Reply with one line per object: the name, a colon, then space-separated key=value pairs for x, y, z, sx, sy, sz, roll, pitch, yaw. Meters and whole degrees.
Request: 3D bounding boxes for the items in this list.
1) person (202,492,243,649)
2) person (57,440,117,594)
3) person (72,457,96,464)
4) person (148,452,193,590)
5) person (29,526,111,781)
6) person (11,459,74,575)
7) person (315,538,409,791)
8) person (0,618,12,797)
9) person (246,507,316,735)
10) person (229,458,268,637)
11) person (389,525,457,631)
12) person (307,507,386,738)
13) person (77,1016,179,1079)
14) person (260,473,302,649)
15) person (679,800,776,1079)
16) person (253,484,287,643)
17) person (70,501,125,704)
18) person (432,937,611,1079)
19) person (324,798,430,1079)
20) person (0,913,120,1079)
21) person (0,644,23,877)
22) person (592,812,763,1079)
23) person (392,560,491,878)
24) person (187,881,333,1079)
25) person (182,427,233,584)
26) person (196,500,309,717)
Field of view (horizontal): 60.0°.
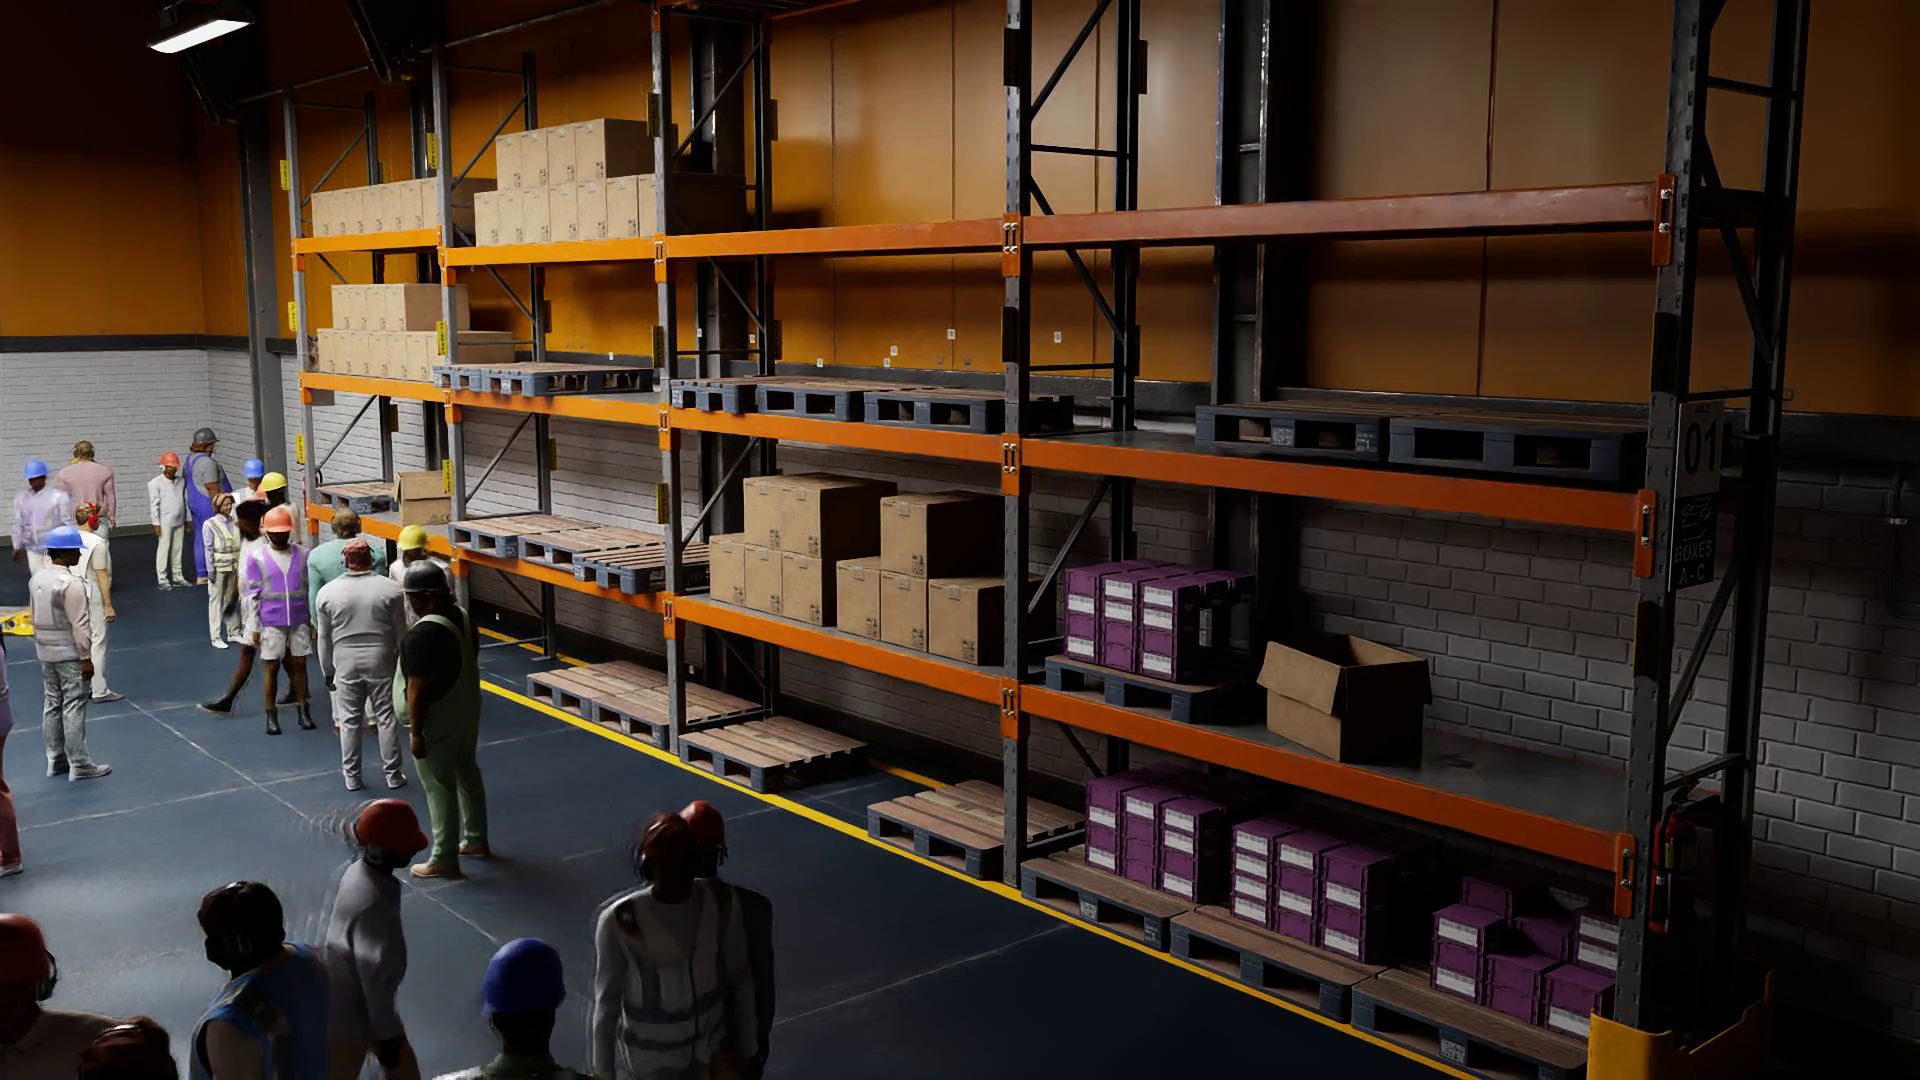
person: x=-7.747 y=0.314 z=17.547 sx=0.314 sy=1.642 sz=0.515 roll=3 pitch=9 yaw=22
person: x=-10.768 y=-0.268 z=20.559 sx=0.633 sy=1.939 sz=0.368 roll=-5 pitch=10 yaw=-33
person: x=-11.346 y=-0.323 z=21.660 sx=0.487 sy=1.733 sz=0.327 roll=4 pitch=9 yaw=24
person: x=-9.975 y=-0.247 z=21.061 sx=0.345 sy=1.747 sz=0.573 roll=3 pitch=9 yaw=19
person: x=-6.816 y=0.860 z=12.696 sx=0.615 sy=1.942 sz=0.398 roll=5 pitch=10 yaw=31
person: x=-10.050 y=0.072 z=18.237 sx=0.623 sy=1.926 sz=0.451 roll=0 pitch=8 yaw=2
person: x=-4.434 y=0.929 z=12.398 sx=0.646 sy=1.901 sz=0.400 roll=-2 pitch=8 yaw=-12
person: x=-7.159 y=0.950 z=11.902 sx=0.609 sy=1.995 sz=0.376 roll=-3 pitch=9 yaw=-19
person: x=-5.701 y=0.677 z=14.043 sx=0.552 sy=1.929 sz=0.402 roll=-5 pitch=10 yaw=-33
person: x=-7.650 y=0.079 z=18.117 sx=0.604 sy=1.948 sz=0.386 roll=-3 pitch=9 yaw=-19
person: x=-4.551 y=0.722 z=14.270 sx=0.608 sy=1.788 sz=0.782 roll=3 pitch=9 yaw=18
person: x=-5.100 y=0.686 z=13.932 sx=0.635 sy=1.937 sz=0.352 roll=-2 pitch=8 yaw=-14
person: x=-2.050 y=2.110 z=4.269 sx=0.578 sy=1.876 sz=0.367 roll=-1 pitch=8 yaw=-6
person: x=-6.878 y=0.270 z=16.897 sx=0.381 sy=1.918 sz=0.584 roll=-1 pitch=8 yaw=-6
person: x=-0.990 y=1.866 z=6.421 sx=0.557 sy=1.743 sz=0.367 roll=-2 pitch=8 yaw=-13
person: x=-7.245 y=0.264 z=17.570 sx=0.353 sy=1.737 sz=0.572 roll=-1 pitch=8 yaw=-9
person: x=-7.901 y=0.573 z=15.083 sx=0.560 sy=1.836 sz=0.394 roll=5 pitch=10 yaw=31
person: x=-1.174 y=2.048 z=4.522 sx=0.662 sy=1.921 sz=0.546 roll=-1 pitch=8 yaw=-5
person: x=-2.358 y=1.853 z=6.646 sx=0.914 sy=1.699 sz=0.589 roll=-2 pitch=9 yaw=-16
person: x=-2.615 y=1.995 z=4.681 sx=0.616 sy=1.986 sz=0.407 roll=-4 pitch=9 yaw=-24
person: x=-6.207 y=1.191 z=10.511 sx=0.395 sy=1.919 sz=0.582 roll=-5 pitch=10 yaw=-33
person: x=-1.054 y=1.866 z=6.119 sx=0.596 sy=1.839 sz=0.959 roll=-8 pitch=11 yaw=-42
person: x=-3.353 y=1.111 z=10.626 sx=0.536 sy=2.000 sz=0.703 roll=2 pitch=8 yaw=12
person: x=-2.238 y=1.975 z=5.318 sx=0.429 sy=1.841 sz=0.625 roll=0 pitch=8 yaw=1
person: x=-9.597 y=-0.428 z=21.319 sx=0.674 sy=2.000 sz=0.535 roll=7 pitch=11 yaw=39
person: x=-6.270 y=0.592 z=14.654 sx=0.971 sy=1.908 sz=0.695 roll=-5 pitch=10 yaw=-33
